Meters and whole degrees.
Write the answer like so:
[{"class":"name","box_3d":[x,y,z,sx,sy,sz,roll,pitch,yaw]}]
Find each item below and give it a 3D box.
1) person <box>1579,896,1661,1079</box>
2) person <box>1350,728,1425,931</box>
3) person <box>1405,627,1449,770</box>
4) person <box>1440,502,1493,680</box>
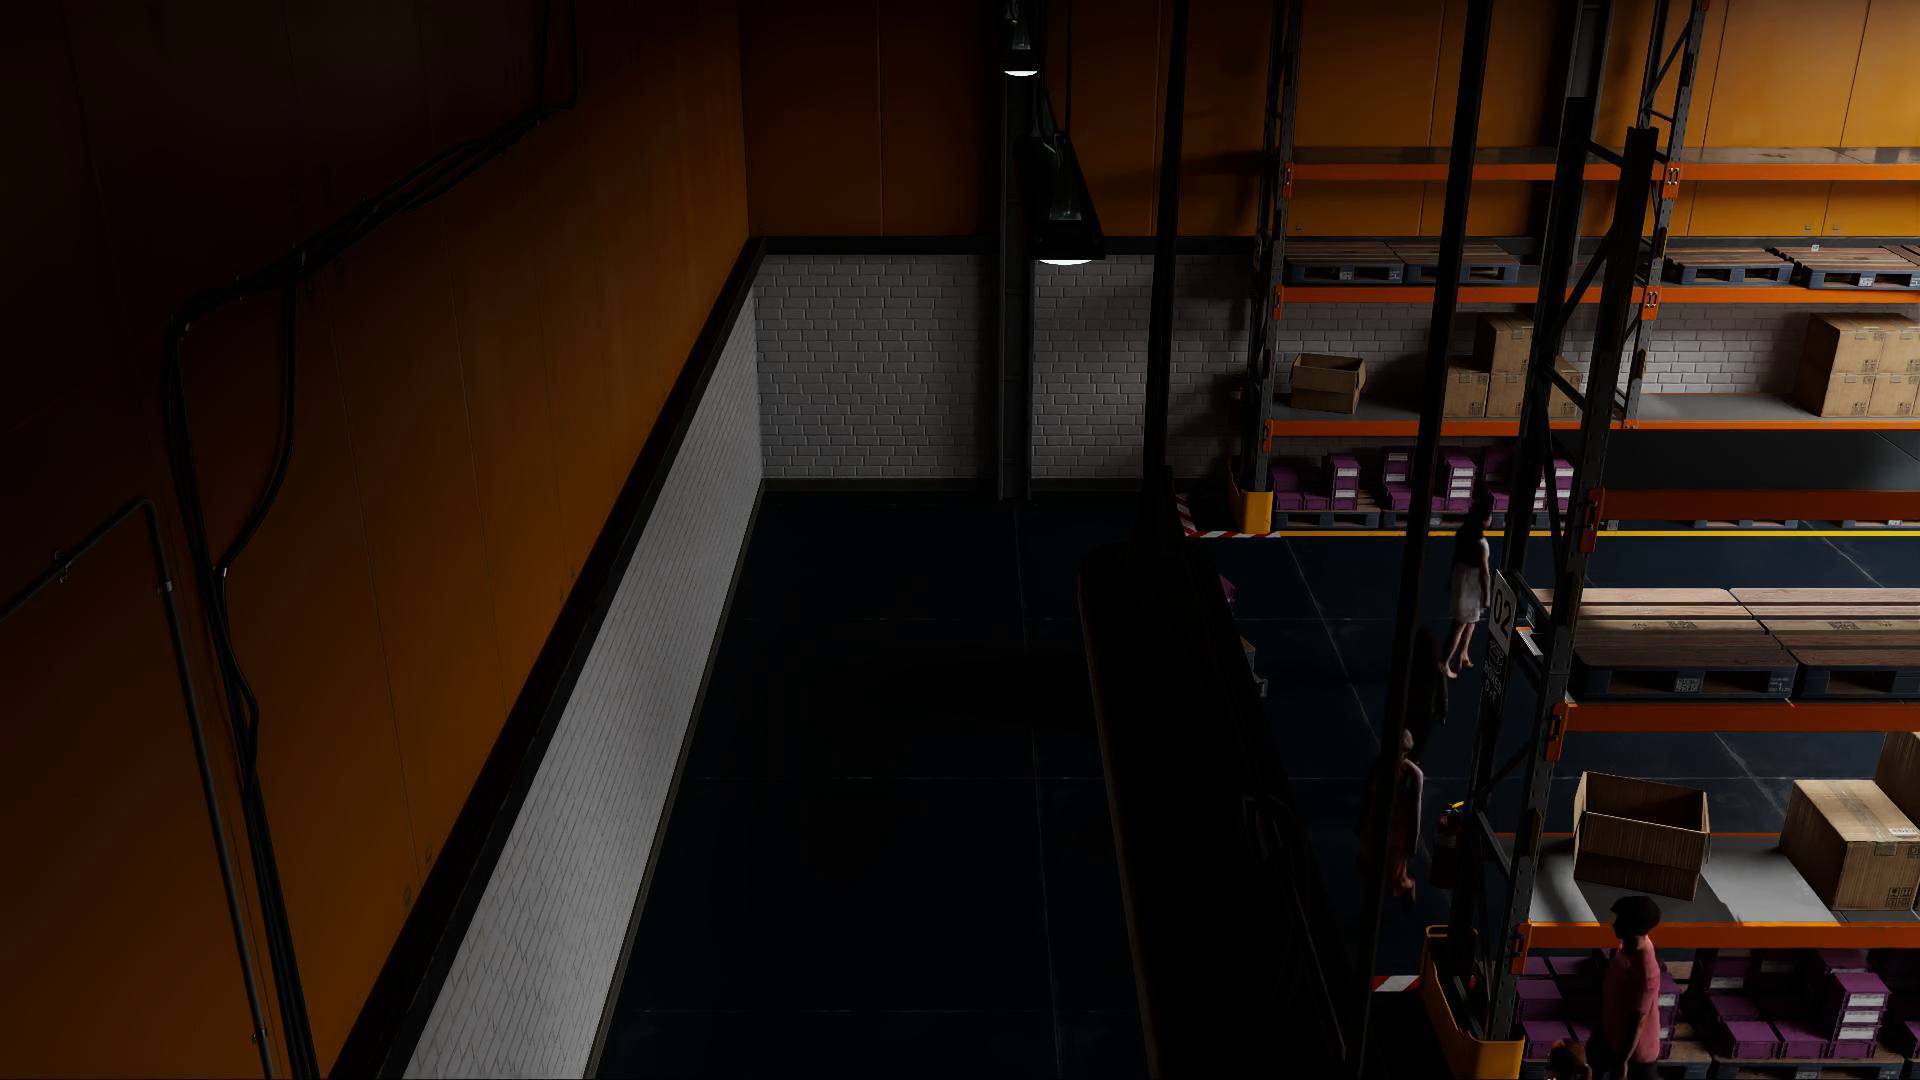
[{"class":"person","box_3d":[3.924,2.880,9.511,1.263,1.902,0.636,0,24,1]},{"class":"person","box_3d":[3.084,2.019,11.759,0.903,1.679,0.822,-15,28,-31]},{"class":"person","box_3d":[3.668,1.424,13.418,1.013,1.442,1.006,16,28,32]},{"class":"person","box_3d":[4.541,0.488,15.162,0.787,1.759,0.714,-6,24,-13]}]
